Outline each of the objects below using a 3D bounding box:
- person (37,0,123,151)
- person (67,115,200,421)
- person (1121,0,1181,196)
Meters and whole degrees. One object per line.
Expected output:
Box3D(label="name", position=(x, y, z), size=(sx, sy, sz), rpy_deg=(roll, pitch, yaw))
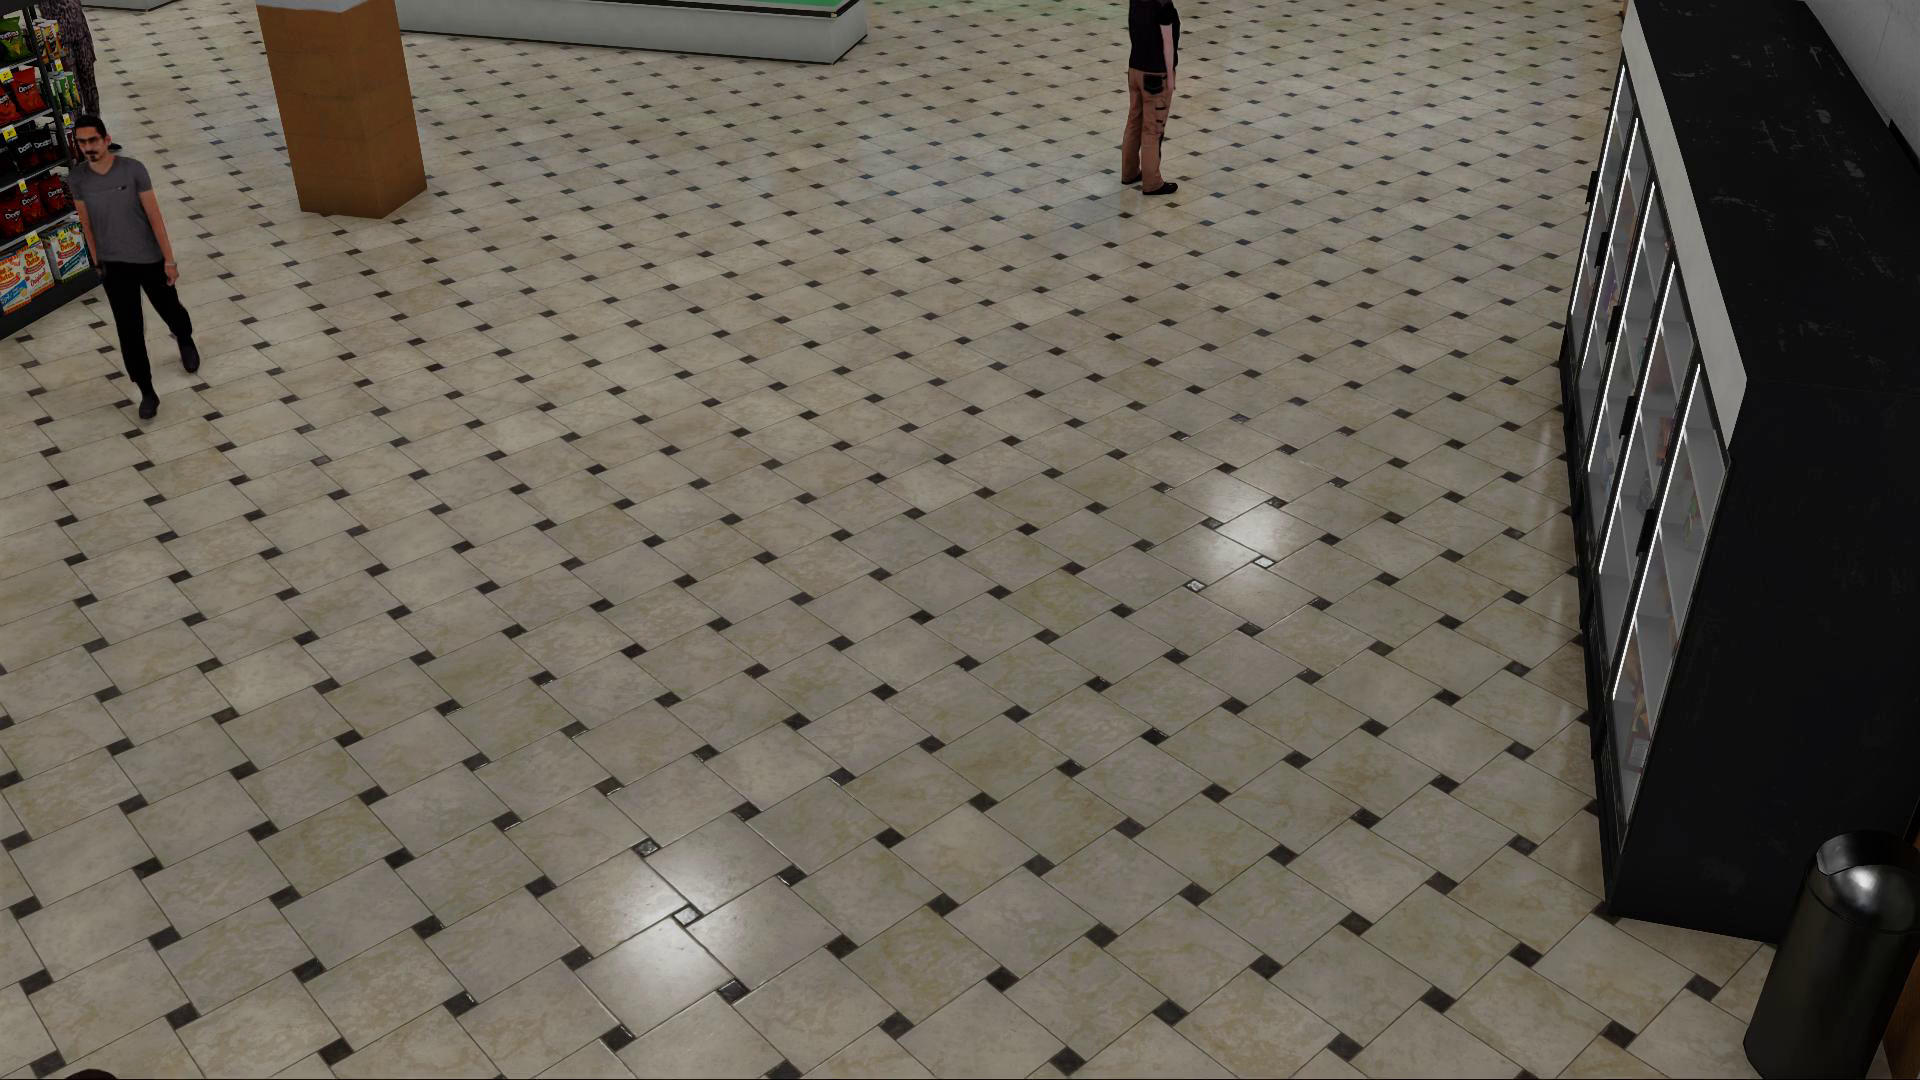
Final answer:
Box3D(label="person", position=(-7.235, -3.965, 13.508), size=(0.569, 1.715, 0.567), rpy_deg=(10, 33, 16))
Box3D(label="person", position=(-4.842, -1.666, 9.793), size=(1.135, 1.736, 1.079), rpy_deg=(-11, 33, -16))
Box3D(label="person", position=(1.460, -3.614, 12.826), size=(0.821, 1.840, 0.768), rpy_deg=(-16, 35, -24))
